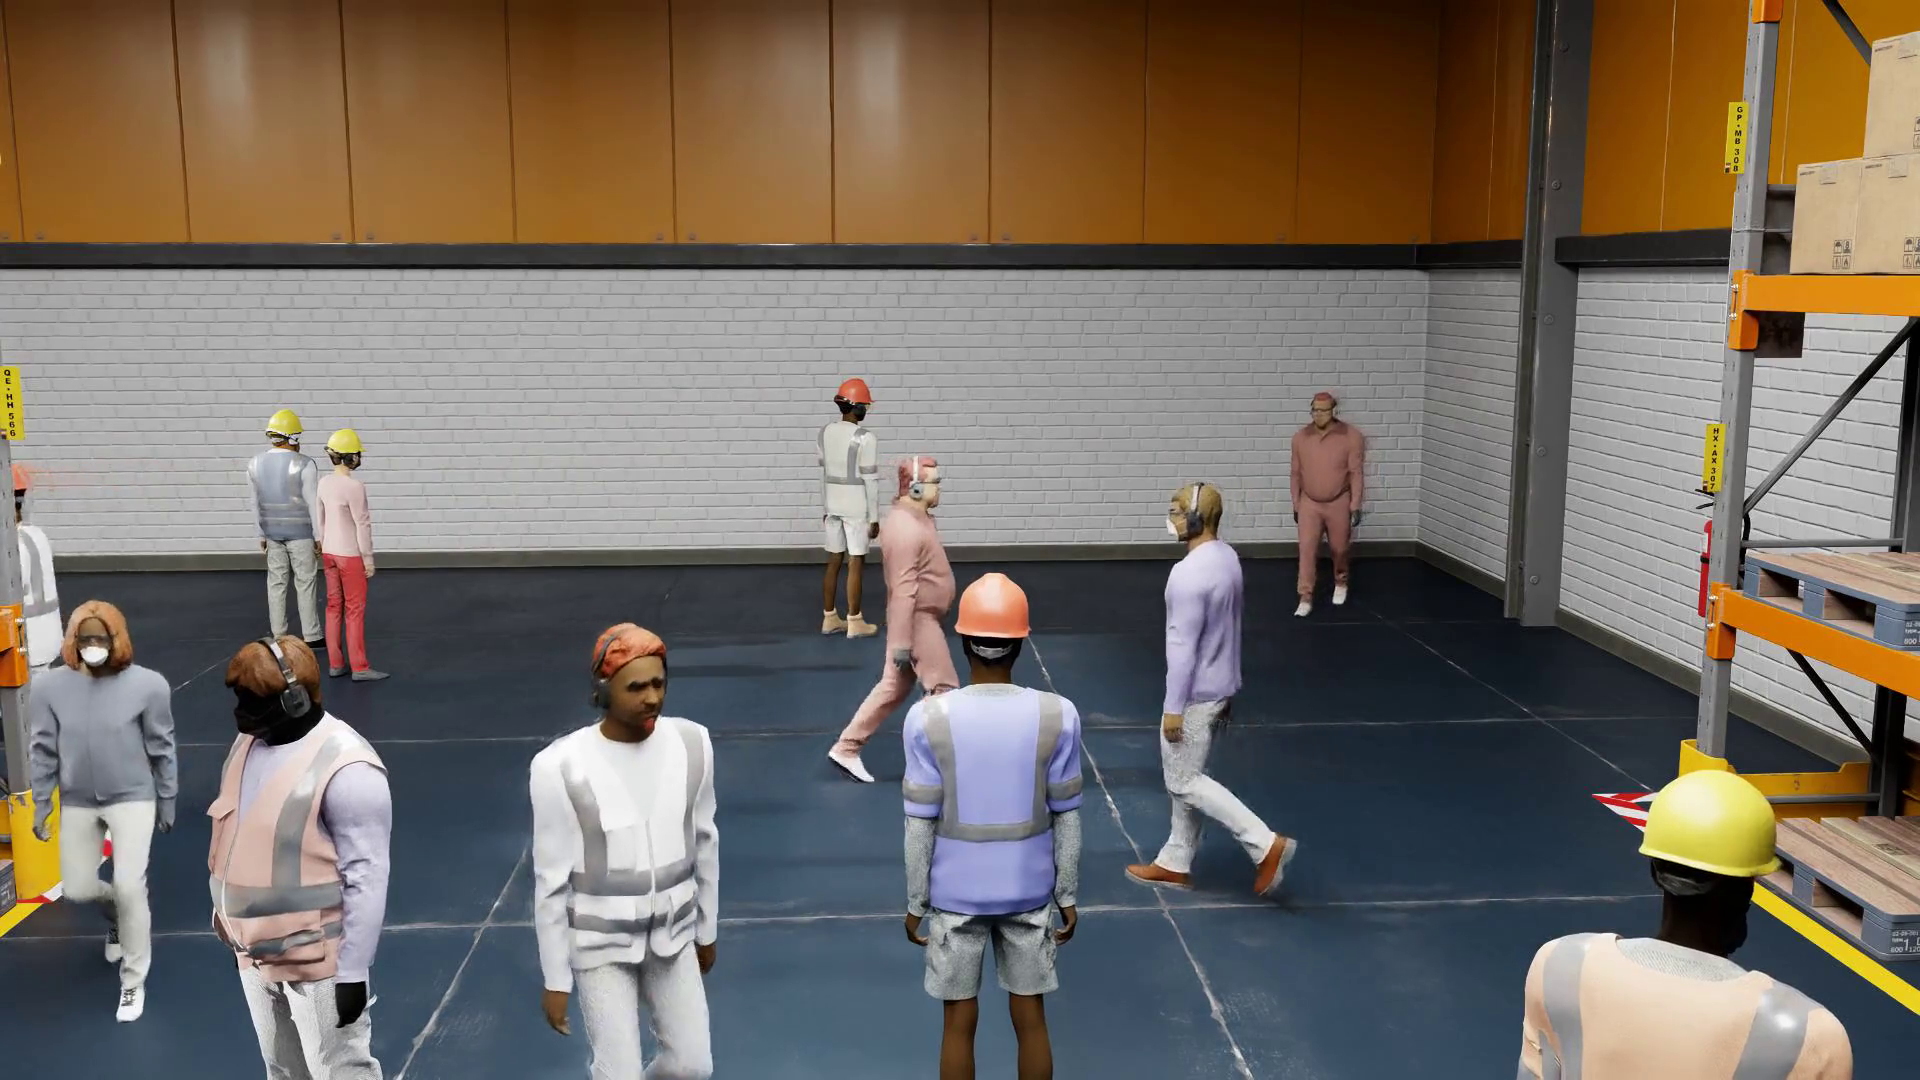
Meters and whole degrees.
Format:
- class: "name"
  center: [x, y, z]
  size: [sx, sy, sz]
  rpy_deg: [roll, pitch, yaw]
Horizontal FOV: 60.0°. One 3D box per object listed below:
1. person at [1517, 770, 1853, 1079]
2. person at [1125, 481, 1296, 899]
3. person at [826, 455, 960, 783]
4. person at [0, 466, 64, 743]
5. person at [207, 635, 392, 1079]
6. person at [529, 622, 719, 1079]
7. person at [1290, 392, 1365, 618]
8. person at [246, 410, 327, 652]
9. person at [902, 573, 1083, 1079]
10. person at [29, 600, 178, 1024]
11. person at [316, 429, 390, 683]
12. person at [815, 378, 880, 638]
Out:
- class: "person"
  center: [1.358, 1.378, 3.170]
  size: [0.594, 1.922, 0.382]
  rpy_deg: [8, 12, 41]
- class: "person"
  center: [1.137, 0.694, 7.491]
  size: [0.728, 1.926, 0.640]
  rpy_deg: [4, 10, 24]
- class: "person"
  center: [-0.287, 0.455, 9.145]
  size: [0.944, 1.868, 0.650]
  rpy_deg: [0, 9, -3]
- class: "person"
  center: [-4.664, 0.549, 8.413]
  size: [0.592, 1.912, 0.564]
  rpy_deg: [-3, 10, -19]
- class: "person"
  center: [-1.891, 1.171, 4.751]
  size: [0.621, 1.837, 0.429]
  rpy_deg: [6, 11, 35]
- class: "person"
  center: [-0.955, 1.149, 4.784]
  size: [0.589, 1.865, 0.559]
  rpy_deg: [-7, 11, -36]
- class: "person"
  center: [3.098, -0.325, 14.032]
  size: [0.639, 1.873, 0.931]
  rpy_deg: [4, 10, 23]
- class: "person"
  center: [-5.018, -0.062, 12.498]
  size: [0.588, 1.833, 0.404]
  rpy_deg: [2, 9, 13]
- class: "person"
  center: [0.094, 1.061, 5.118]
  size: [0.551, 1.936, 0.356]
  rpy_deg: [-1, 9, -6]
- class: "person"
  center: [-3.290, 1.006, 6.453]
  size: [0.514, 1.613, 0.546]
  rpy_deg: [-2, 9, -11]
- class: "person"
  center: [-4.274, 0.109, 11.632]
  size: [0.525, 1.769, 0.327]
  rpy_deg: [7, 11, 37]
- class: "person"
  center: [-0.850, -0.243, 13.026]
  size: [0.607, 2.038, 0.395]
  rpy_deg: [8, 12, 40]
